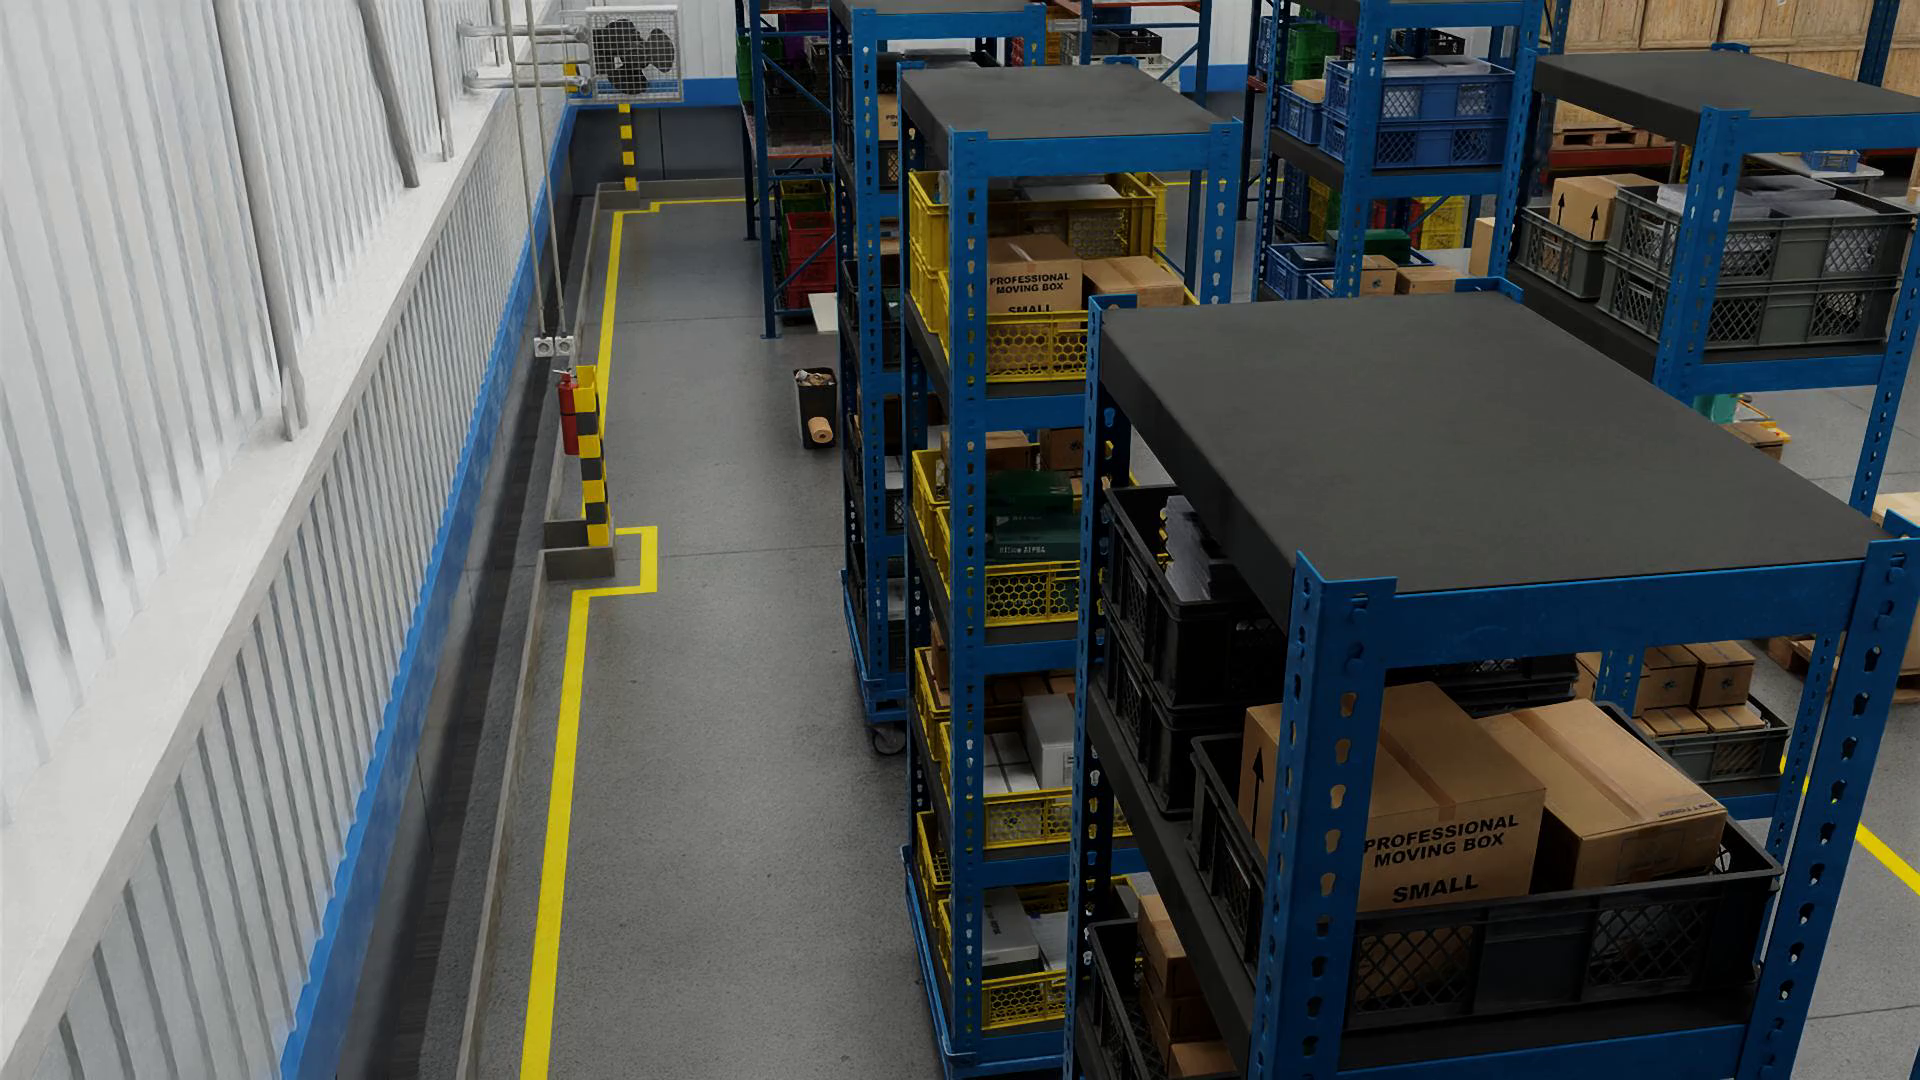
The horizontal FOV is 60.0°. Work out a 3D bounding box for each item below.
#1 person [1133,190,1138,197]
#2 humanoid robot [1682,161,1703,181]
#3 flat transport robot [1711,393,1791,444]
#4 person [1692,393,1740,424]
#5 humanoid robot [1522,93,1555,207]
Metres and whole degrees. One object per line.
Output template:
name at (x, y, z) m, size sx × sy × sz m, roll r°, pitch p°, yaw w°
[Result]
person at (1.261, -2.492, 13.800) m, size 0.537 × 1.861 × 0.620 m, roll -1°, pitch 25°, yaw -2°
humanoid robot at (7.373, -3.658, 16.546) m, size 0.324 × 1.658 × 0.601 m, roll 5°, pitch 25°, yaw 11°
flat transport robot at (5.224, -0.859, 12.132) m, size 1.431 × 0.197 × 0.652 m, roll -4°, pitch 25°, yaw -8°
person at (4.985, -1.131, 10.964) m, size 0.316 × 1.767 × 0.533 m, roll -6°, pitch 25°, yaw -13°
humanoid robot at (5.917, -4.101, 17.526) m, size 0.610 × 1.643 × 0.379 m, roll -2°, pitch 25°, yaw -4°
